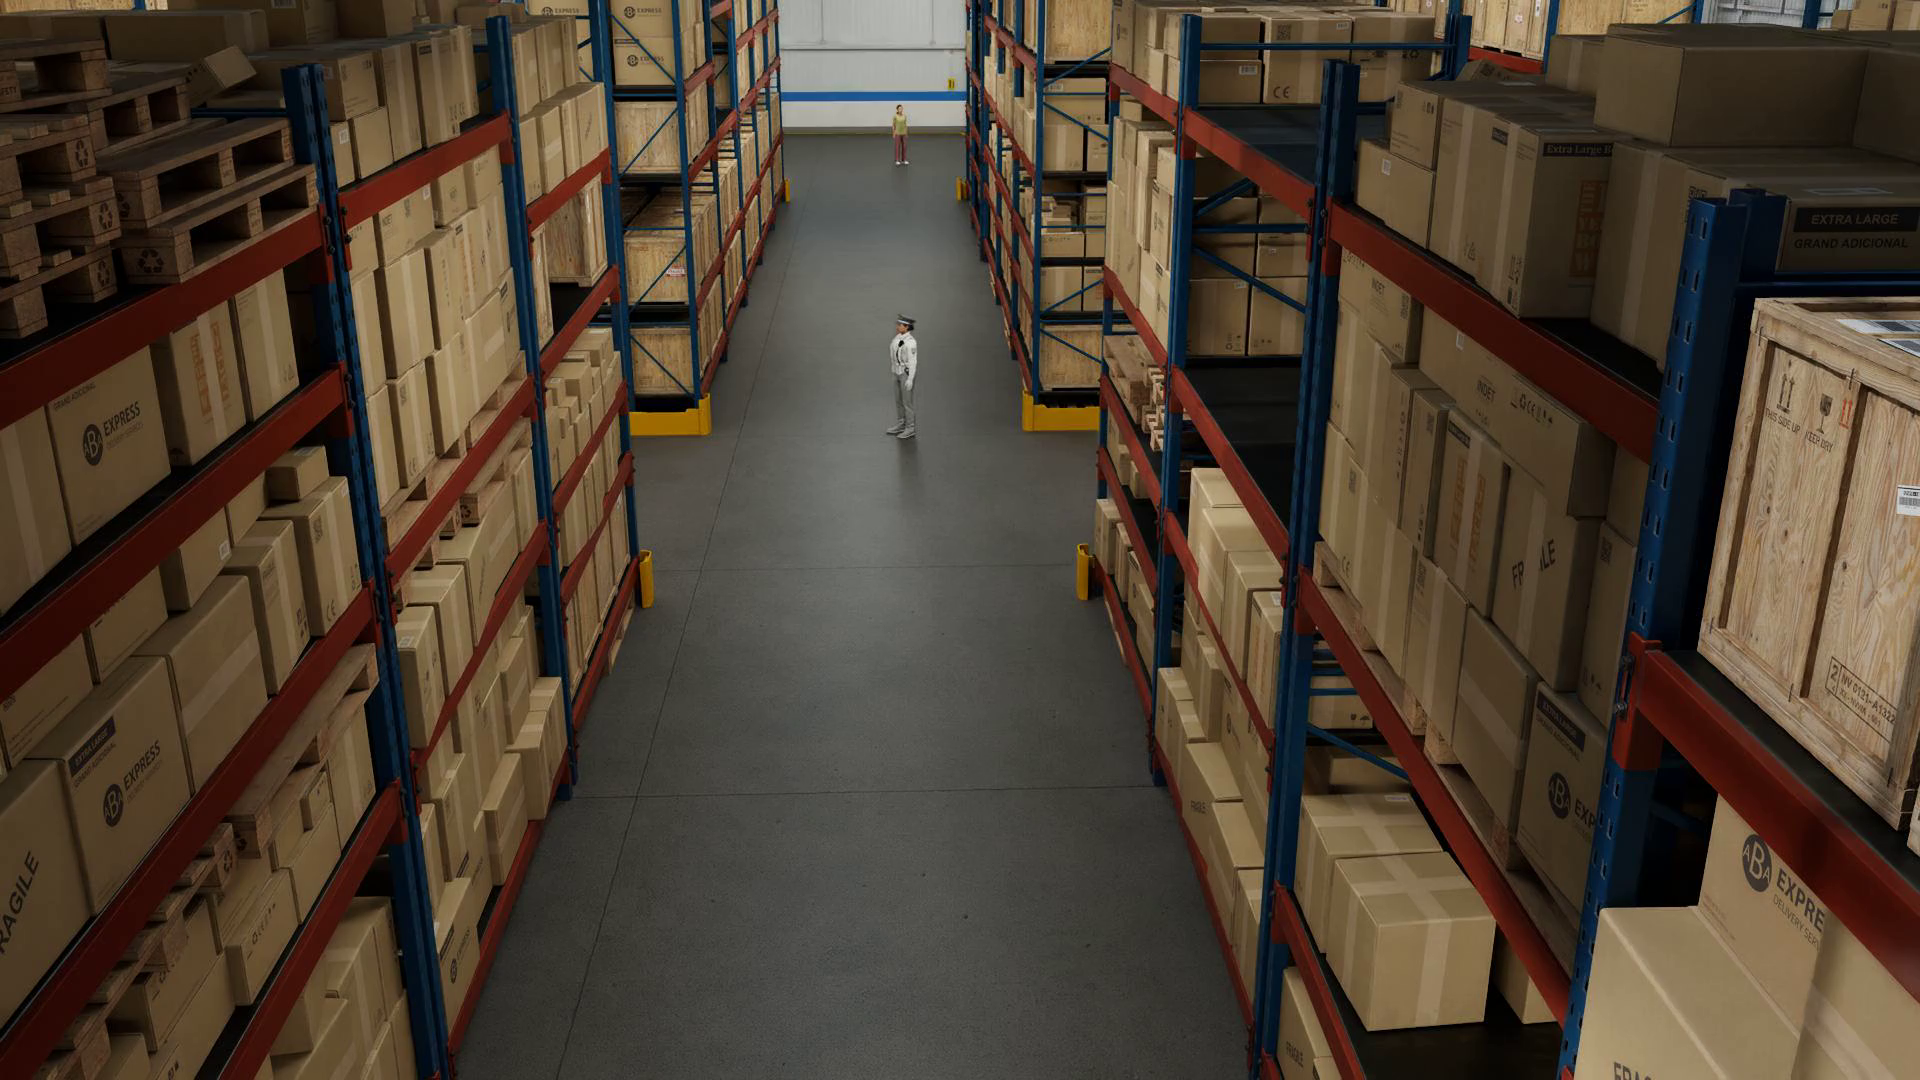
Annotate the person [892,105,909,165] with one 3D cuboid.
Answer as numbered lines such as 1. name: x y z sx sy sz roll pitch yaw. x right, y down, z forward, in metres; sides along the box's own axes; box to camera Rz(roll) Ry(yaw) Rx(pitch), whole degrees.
1. person: -1.709 -11.695 47.970 0.430 1.670 0.406 -8 22 -21

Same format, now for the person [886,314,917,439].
1. person: -0.770 -2.243 22.617 0.355 1.694 0.461 -12 23 -28
